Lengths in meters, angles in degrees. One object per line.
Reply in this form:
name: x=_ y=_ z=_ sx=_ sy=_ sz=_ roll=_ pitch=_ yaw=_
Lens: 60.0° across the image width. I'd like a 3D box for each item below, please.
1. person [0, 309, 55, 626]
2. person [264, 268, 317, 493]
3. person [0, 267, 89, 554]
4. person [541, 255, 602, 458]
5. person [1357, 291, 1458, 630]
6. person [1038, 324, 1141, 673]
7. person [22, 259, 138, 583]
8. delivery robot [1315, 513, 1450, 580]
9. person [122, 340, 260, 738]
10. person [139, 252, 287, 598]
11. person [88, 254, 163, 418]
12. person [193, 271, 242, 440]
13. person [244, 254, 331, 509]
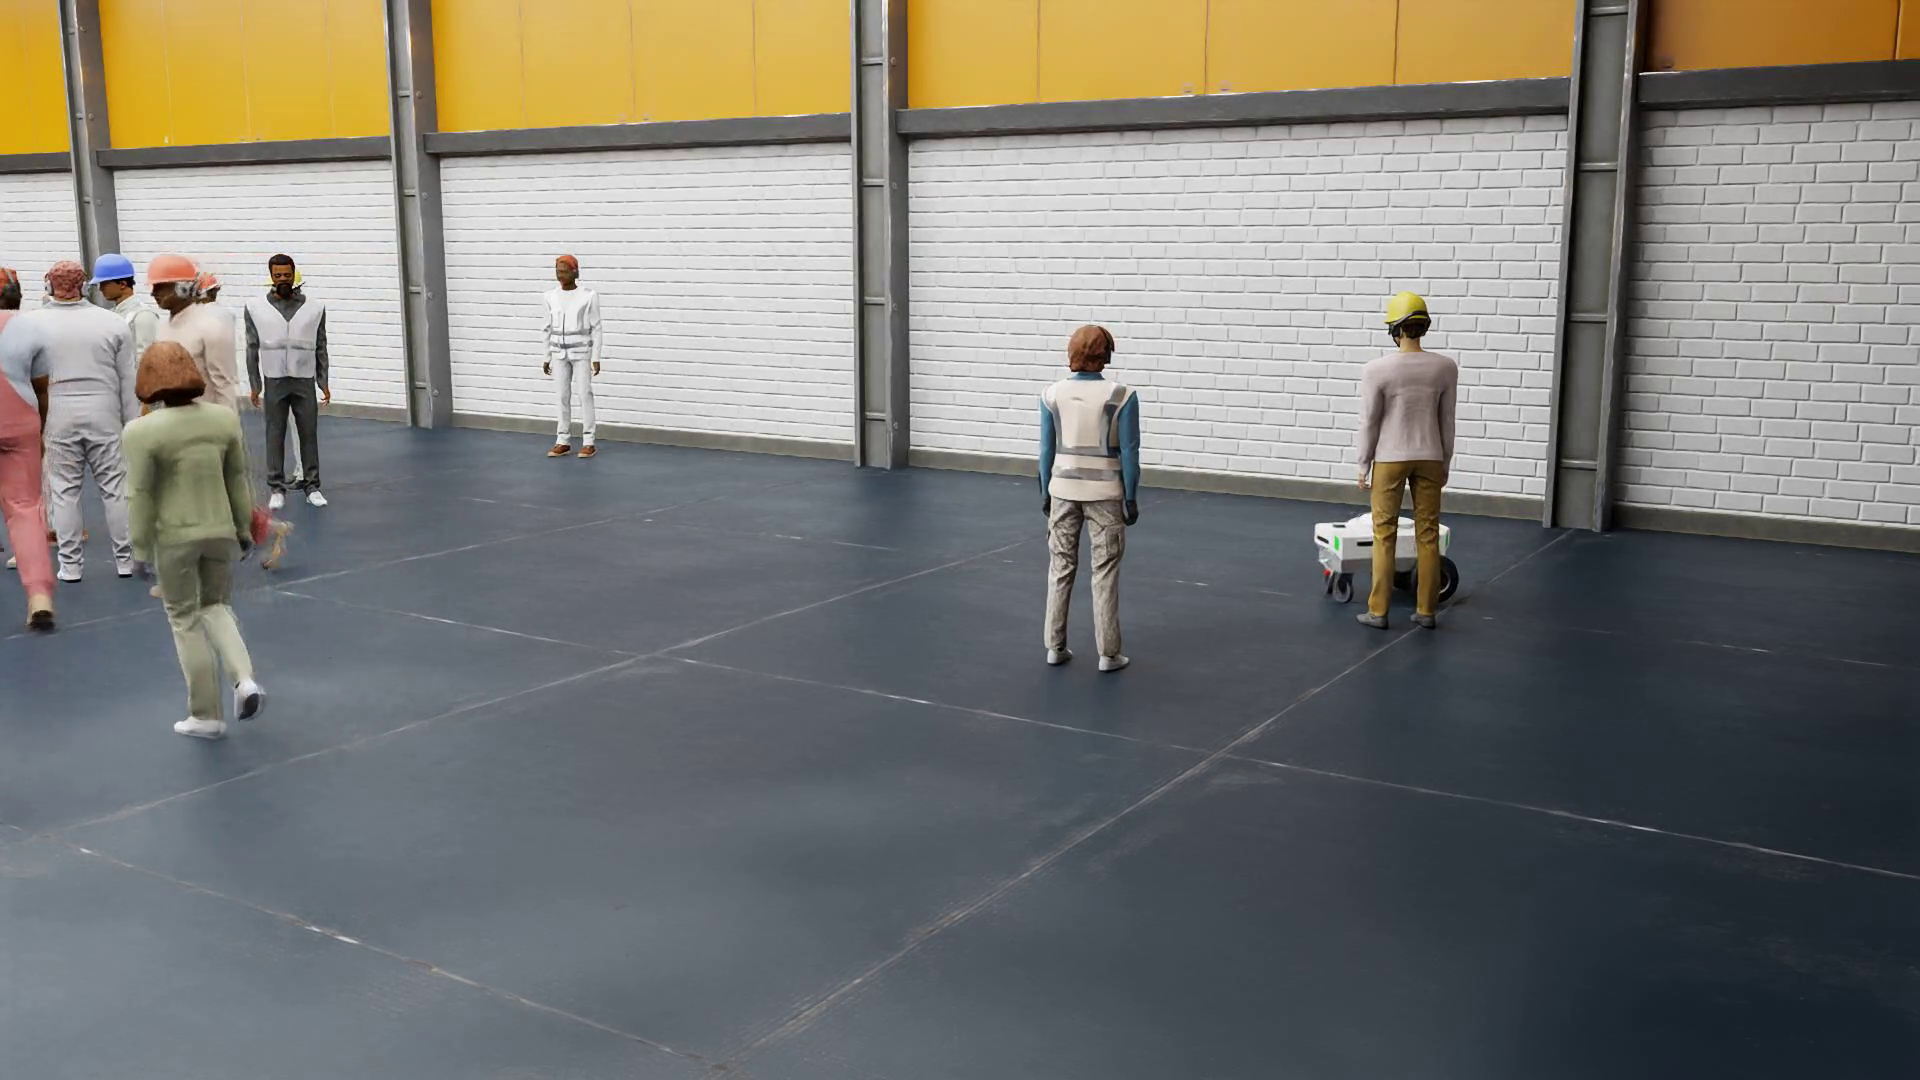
person: x=-5.123 y=-0.561 z=8.741 sx=0.684 sy=2.000 sz=1.039 roll=-9 pitch=13 yaw=-39
person: x=-5.390 y=-1.304 z=13.431 sx=0.404 sy=1.833 sz=0.590 roll=-4 pitch=11 yaw=-23
person: x=-6.142 y=-0.836 z=10.778 sx=0.643 sy=1.870 sz=0.595 roll=-8 pitch=13 yaw=-37
person: x=-3.620 y=-1.702 z=15.500 sx=0.584 sy=1.880 sz=0.339 roll=2 pitch=11 yaw=13
person: x=2.310 y=-0.403 z=8.655 sx=0.524 sy=1.761 sz=0.338 roll=-1 pitch=10 yaw=-6
person: x=0.602 y=-0.193 z=7.851 sx=0.515 sy=1.633 sz=0.317 roll=5 pitch=12 yaw=28
person: x=-5.225 y=-0.700 z=9.880 sx=0.642 sy=1.909 sz=0.399 roll=-6 pitch=12 yaw=-28
delivery robot: x=2.377 y=0.018 z=9.391 sx=0.707 sy=0.478 sz=0.477 roll=-2 pitch=10 yaw=-9
person: x=-3.119 y=0.005 z=6.727 sx=0.353 sy=1.620 sz=0.511 roll=6 pitch=12 yaw=31
person: x=-4.373 y=-0.691 z=9.699 sx=0.621 sy=1.964 sz=0.895 roll=7 pitch=12 yaw=34
person: x=-5.628 y=-0.970 z=11.322 sx=0.615 sy=1.933 sz=0.418 roll=9 pitch=13 yaw=40
person: x=-6.676 y=-1.515 z=14.847 sx=0.349 sy=1.744 sz=0.566 roll=2 pitch=10 yaw=10
person: x=-5.088 y=-1.201 z=12.625 sx=0.591 sy=1.919 sz=0.392 roll=-6 pitch=12 yaw=-29
